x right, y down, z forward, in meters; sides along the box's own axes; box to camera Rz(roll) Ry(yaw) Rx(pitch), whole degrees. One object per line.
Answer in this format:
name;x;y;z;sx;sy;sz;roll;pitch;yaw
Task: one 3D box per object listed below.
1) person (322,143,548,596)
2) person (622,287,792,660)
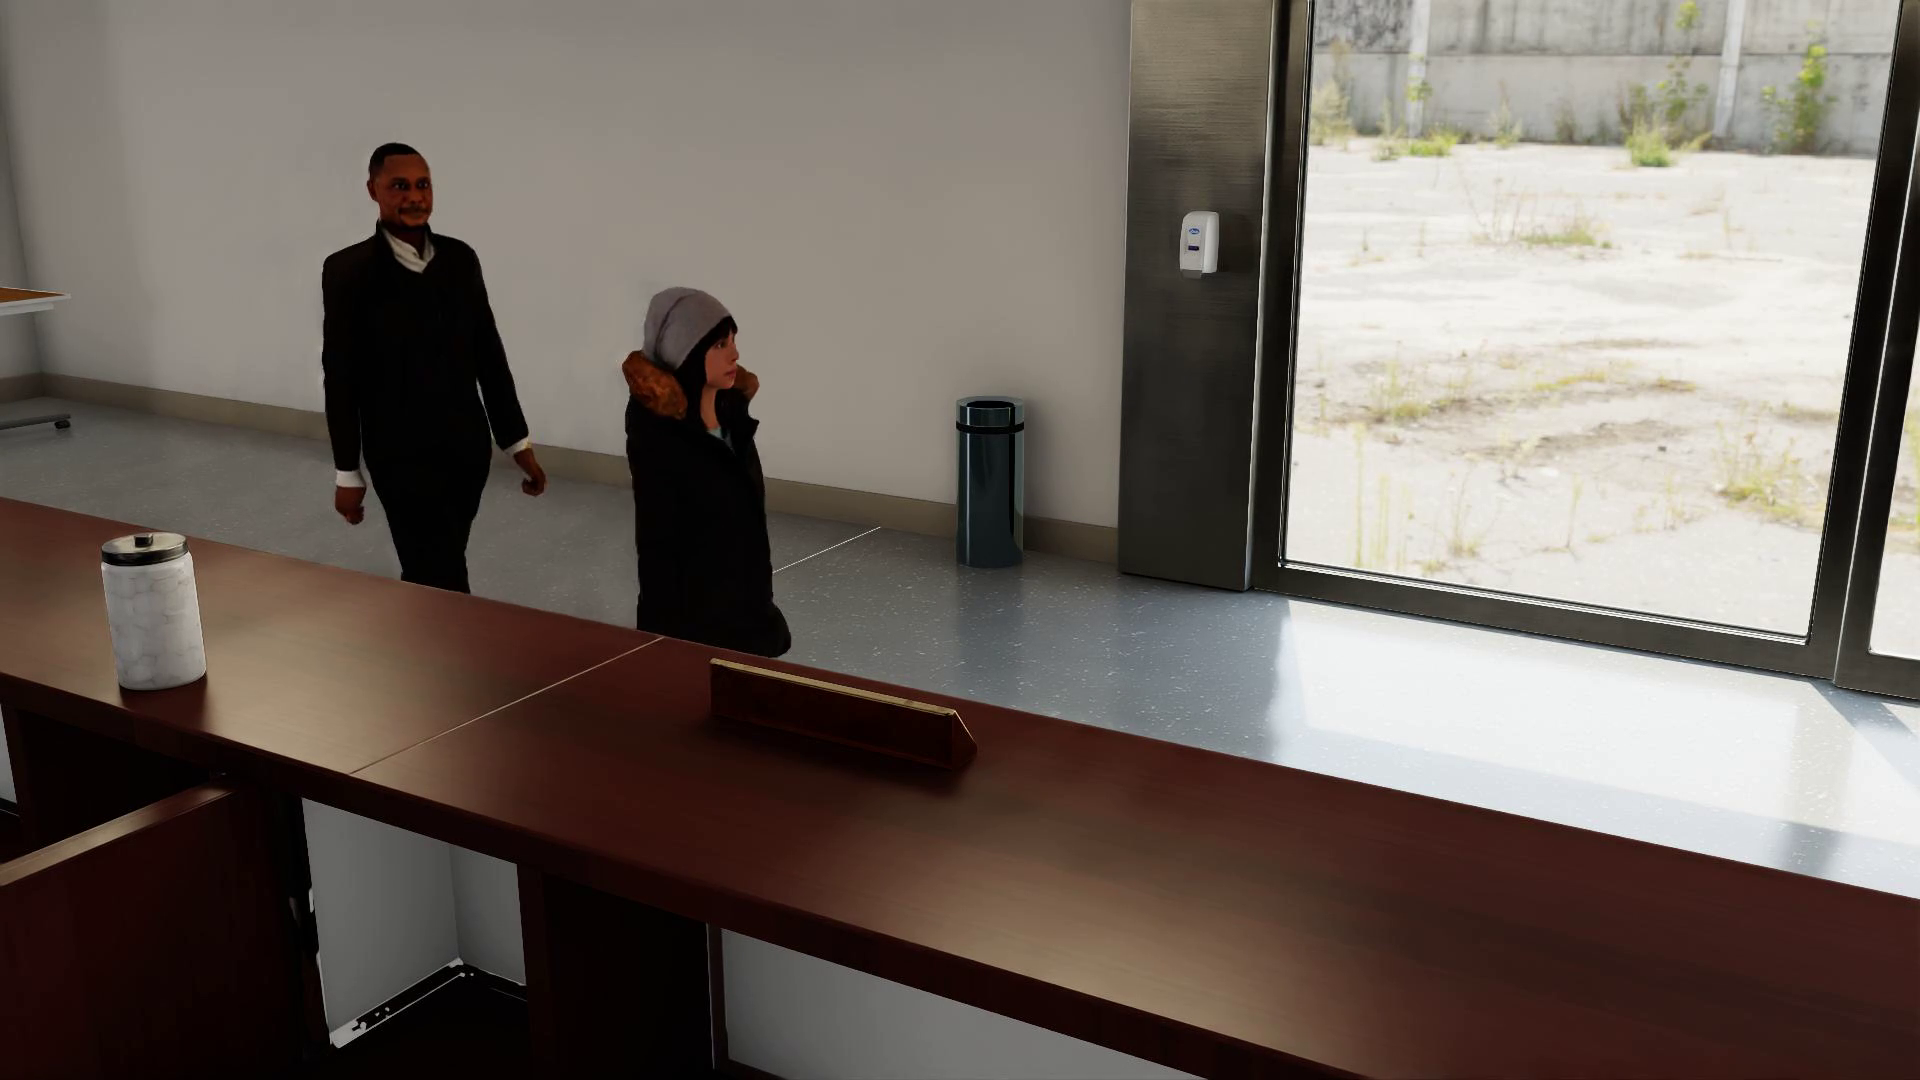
person;-1.729;-0.265;5.271;0.994;1.855;1.264;15;21;42
person;-0.674;0.184;4.103;0.743;1.624;0.783;7;17;22
